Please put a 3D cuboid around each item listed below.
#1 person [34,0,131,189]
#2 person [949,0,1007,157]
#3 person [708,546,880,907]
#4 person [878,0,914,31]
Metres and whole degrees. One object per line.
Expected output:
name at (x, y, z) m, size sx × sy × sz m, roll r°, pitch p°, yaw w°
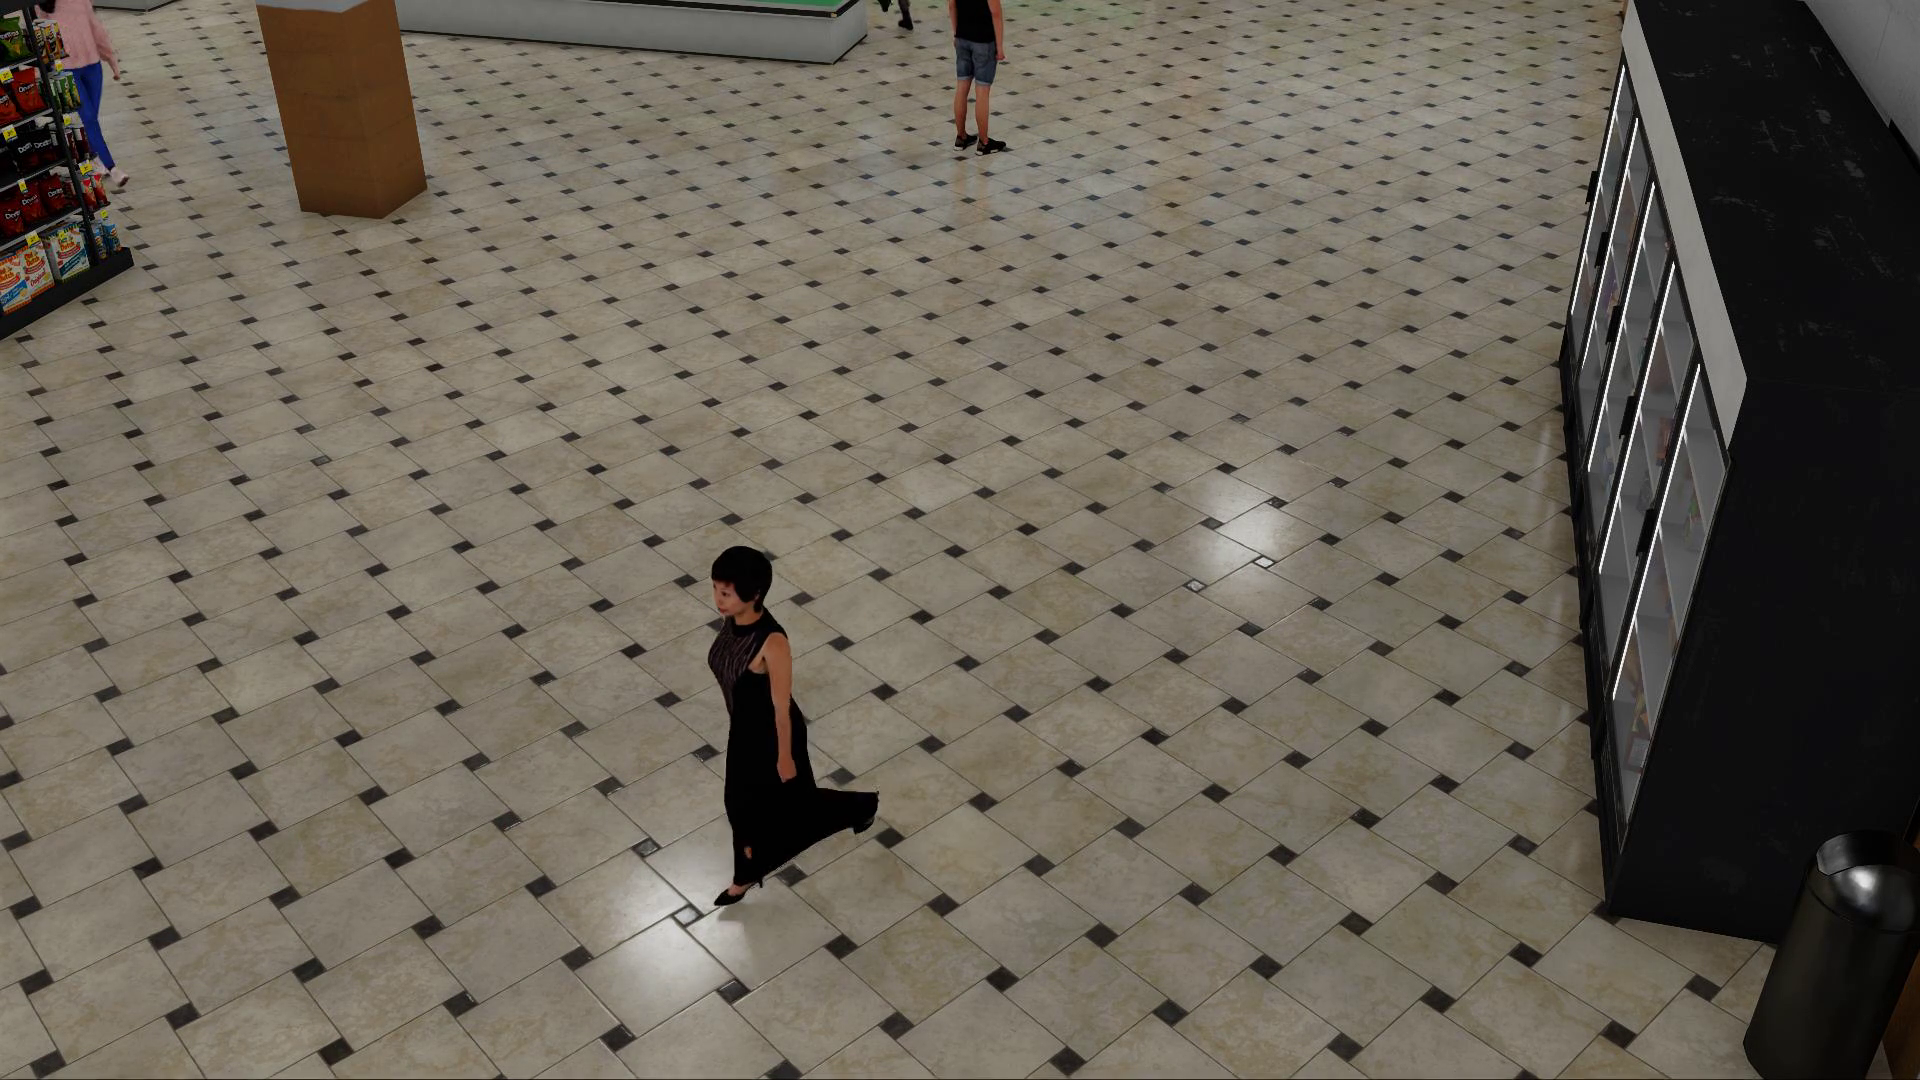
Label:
person at (-6.909, -3.642, 12.977) m, size 1.185 × 1.727 × 0.973 m, roll 25°, pitch 39°, yaw 34°
person at (0.118, -4.089, 13.583) m, size 0.630 × 1.847 × 0.784 m, roll 22°, pitch 38°, yaw 31°
person at (-0.643, 0.682, 6.173) m, size 0.977 × 1.575 × 0.979 m, roll -22°, pitch 38°, yaw -31°
person at (-0.620, -6.023, 16.854) m, size 1.068 × 1.675 × 1.121 m, roll -16°, pitch 35°, yaw -24°
